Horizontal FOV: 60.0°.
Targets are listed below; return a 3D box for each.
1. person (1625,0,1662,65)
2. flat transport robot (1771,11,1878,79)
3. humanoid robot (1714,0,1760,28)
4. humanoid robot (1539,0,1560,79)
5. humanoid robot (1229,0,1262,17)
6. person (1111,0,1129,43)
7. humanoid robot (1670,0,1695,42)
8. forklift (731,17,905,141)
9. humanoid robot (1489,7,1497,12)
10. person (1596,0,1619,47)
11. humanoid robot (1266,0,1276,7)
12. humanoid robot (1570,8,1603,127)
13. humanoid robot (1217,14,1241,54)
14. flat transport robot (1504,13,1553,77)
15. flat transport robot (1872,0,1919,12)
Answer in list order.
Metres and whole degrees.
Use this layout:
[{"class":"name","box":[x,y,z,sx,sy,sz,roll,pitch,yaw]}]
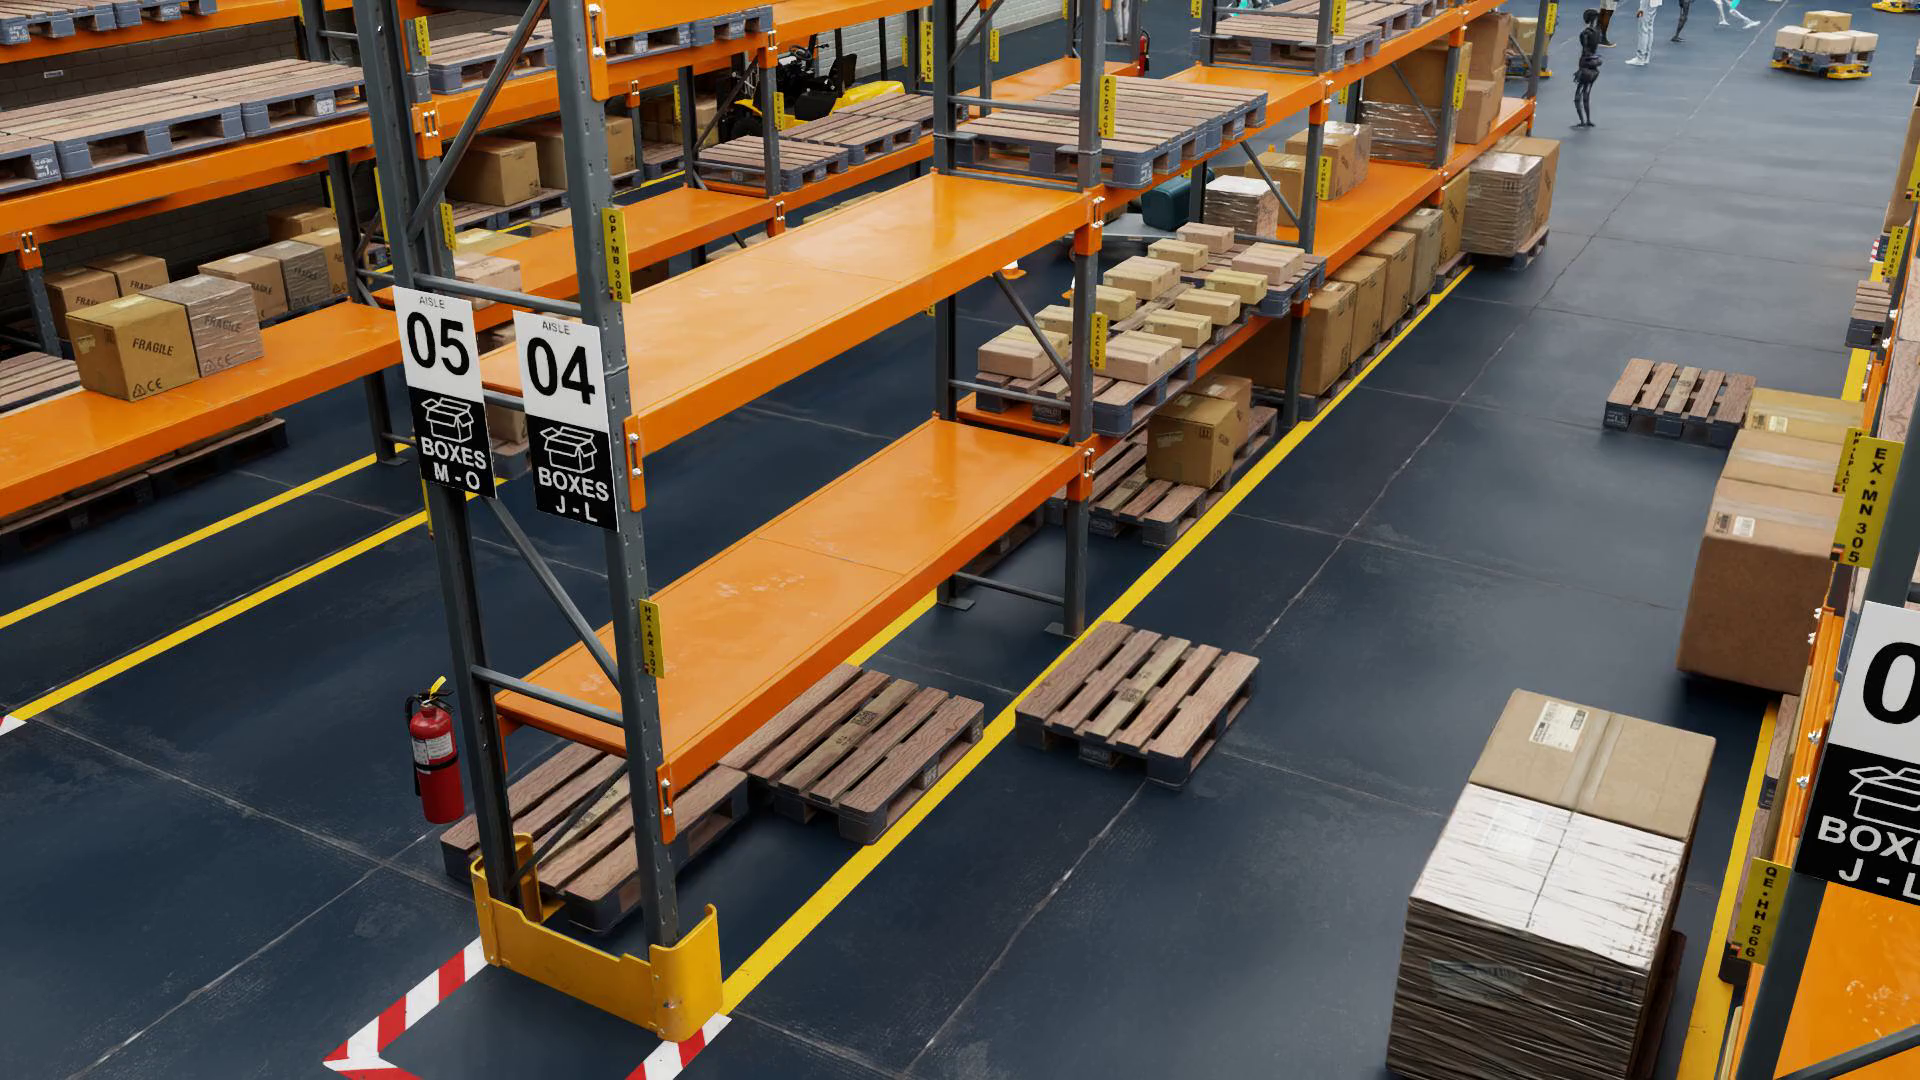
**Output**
[{"class":"person","box":[11.732,-9.088,28.328,0.377,1.915,0.598,21,33,37]},{"class":"flat transport robot","box":[14.359,-7.919,27.797,0.659,0.231,1.431,-11,28,-22]},{"class":"humanoid robot","box":[14.811,-10.578,31.614,0.985,1.735,0.546,3,26,5]},{"class":"humanoid robot","box":[9.593,-8.393,27.183,0.326,1.647,0.589,13,29,26]},{"class":"humanoid robot","box":[5.000,-9.482,29.374,0.532,1.732,0.965,23,34,39]},{"class":"person","box":[2.883,-10.014,30.239,0.653,1.920,0.534,-5,26,-11]},{"class":"humanoid robot","box":[13.377,-10.032,30.560,0.326,1.656,0.597,14,29,27]},{"class":"forklift","box":[-1.819,-5.975,21.543,2.313,2.155,1.214,14,29,26]},{"class":"humanoid robot","box":[9.111,-9.074,28.569,0.547,1.847,0.680,-21,33,-37]},{"class":"person","box":[11.782,-9.942,30.046,0.362,1.963,0.612,1,26,2]},{"class":"humanoid robot","box":[6.137,-11.930,34.454,0.961,1.770,0.533,-6,26,-12]},{"class":"humanoid robot","box":[8.968,-6.738,23.728,0.400,1.631,0.612,19,32,34]},{"class":"humanoid robot","box":[3.666,-6.562,23.405,0.602,1.624,0.774,16,30,29]},{"class":"flat transport robot","box":[9.086,-7.877,27.709,1.431,0.231,0.659,2,26,3]},{"class":"flat transport robot","box":[19.667,-11.035,34.272,1.431,0.231,0.659,-3,26,-6]}]
